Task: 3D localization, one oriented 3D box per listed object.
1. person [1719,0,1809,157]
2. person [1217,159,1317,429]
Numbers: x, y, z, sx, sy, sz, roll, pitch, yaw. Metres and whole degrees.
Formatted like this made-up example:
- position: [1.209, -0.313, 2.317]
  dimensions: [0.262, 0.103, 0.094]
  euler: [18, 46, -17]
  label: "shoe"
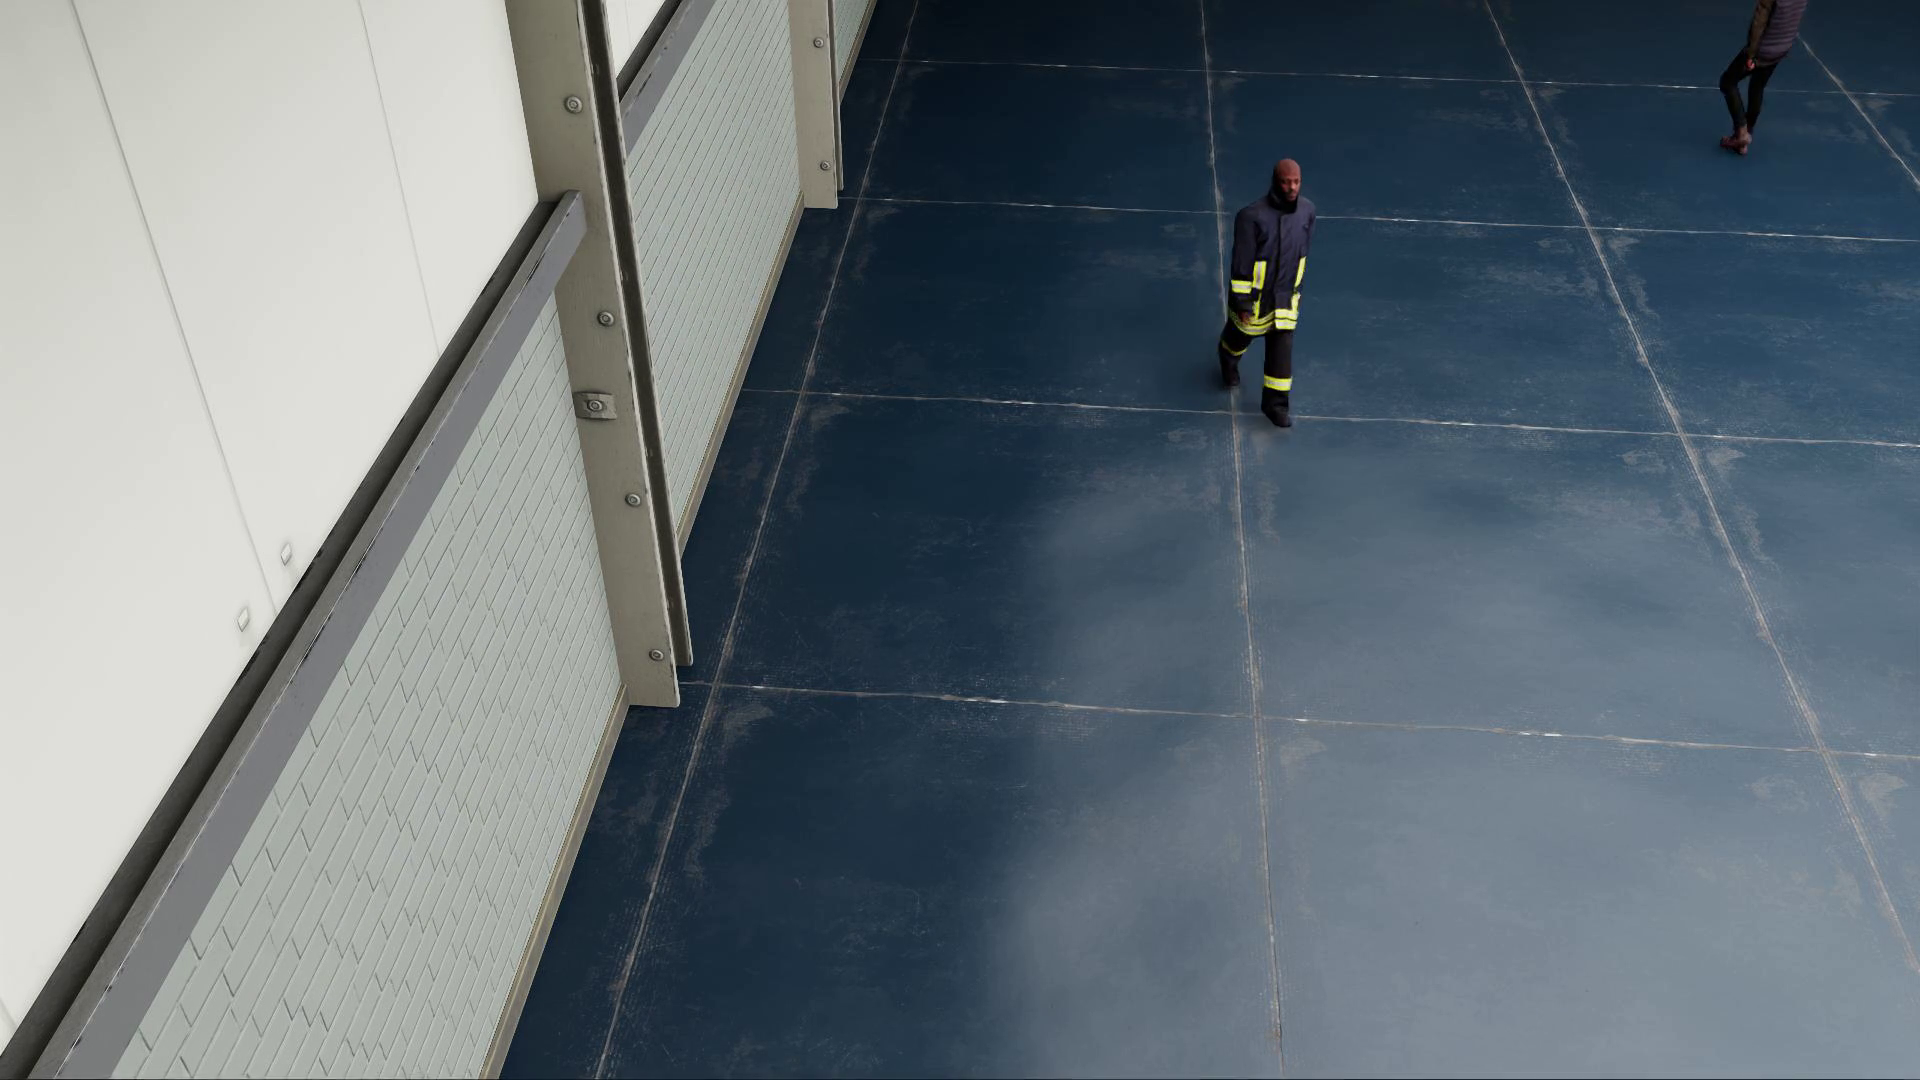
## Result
- position: [6.878, -4.121, 14.100]
  dimensions: [0.830, 1.825, 0.847]
  euler: [-15, 40, -18]
  label: "person"
- position: [1.988, -1.720, 11.064]
  dimensions: [0.957, 1.785, 1.295]
  euler: [-7, 39, -9]
  label: "person"
